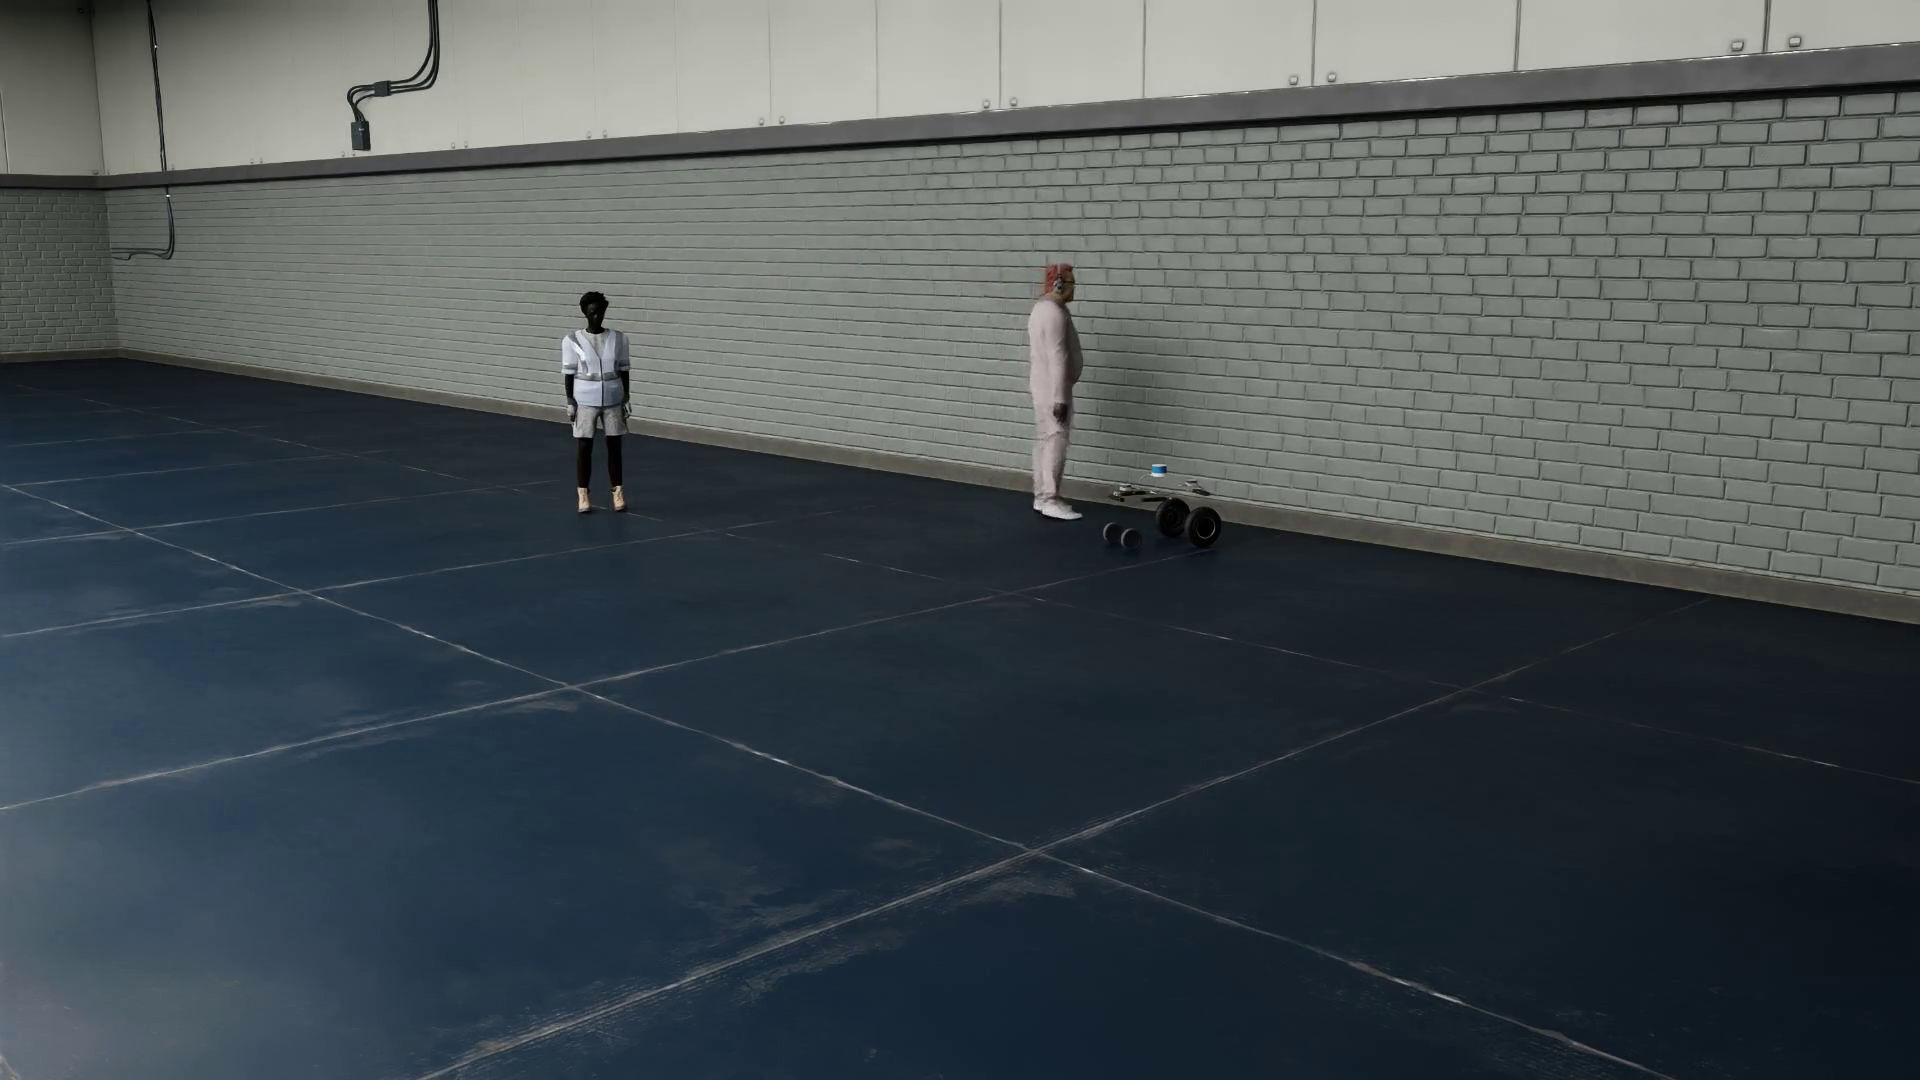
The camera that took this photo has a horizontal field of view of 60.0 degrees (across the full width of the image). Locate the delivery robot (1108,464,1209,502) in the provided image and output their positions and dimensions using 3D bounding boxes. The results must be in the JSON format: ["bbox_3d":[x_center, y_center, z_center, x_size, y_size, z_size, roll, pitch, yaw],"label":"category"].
[{"bbox_3d":[1.372,-0.407,11.451,0.698,0.223,0.335,-4,11,-22],"label":"delivery robot"}]

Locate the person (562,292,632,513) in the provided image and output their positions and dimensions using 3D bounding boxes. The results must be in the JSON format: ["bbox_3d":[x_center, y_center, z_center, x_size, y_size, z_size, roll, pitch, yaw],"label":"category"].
[{"bbox_3d":[-2.777,-1.057,12.753,0.530,1.689,0.321,-5,11,-24],"label":"person"}]

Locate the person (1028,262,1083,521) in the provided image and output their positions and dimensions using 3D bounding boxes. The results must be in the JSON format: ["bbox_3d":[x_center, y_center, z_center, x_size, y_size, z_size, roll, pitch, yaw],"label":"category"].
[{"bbox_3d":[0.726,-1.123,12.522,0.400,1.908,0.648,-2,11,-9],"label":"person"}]
